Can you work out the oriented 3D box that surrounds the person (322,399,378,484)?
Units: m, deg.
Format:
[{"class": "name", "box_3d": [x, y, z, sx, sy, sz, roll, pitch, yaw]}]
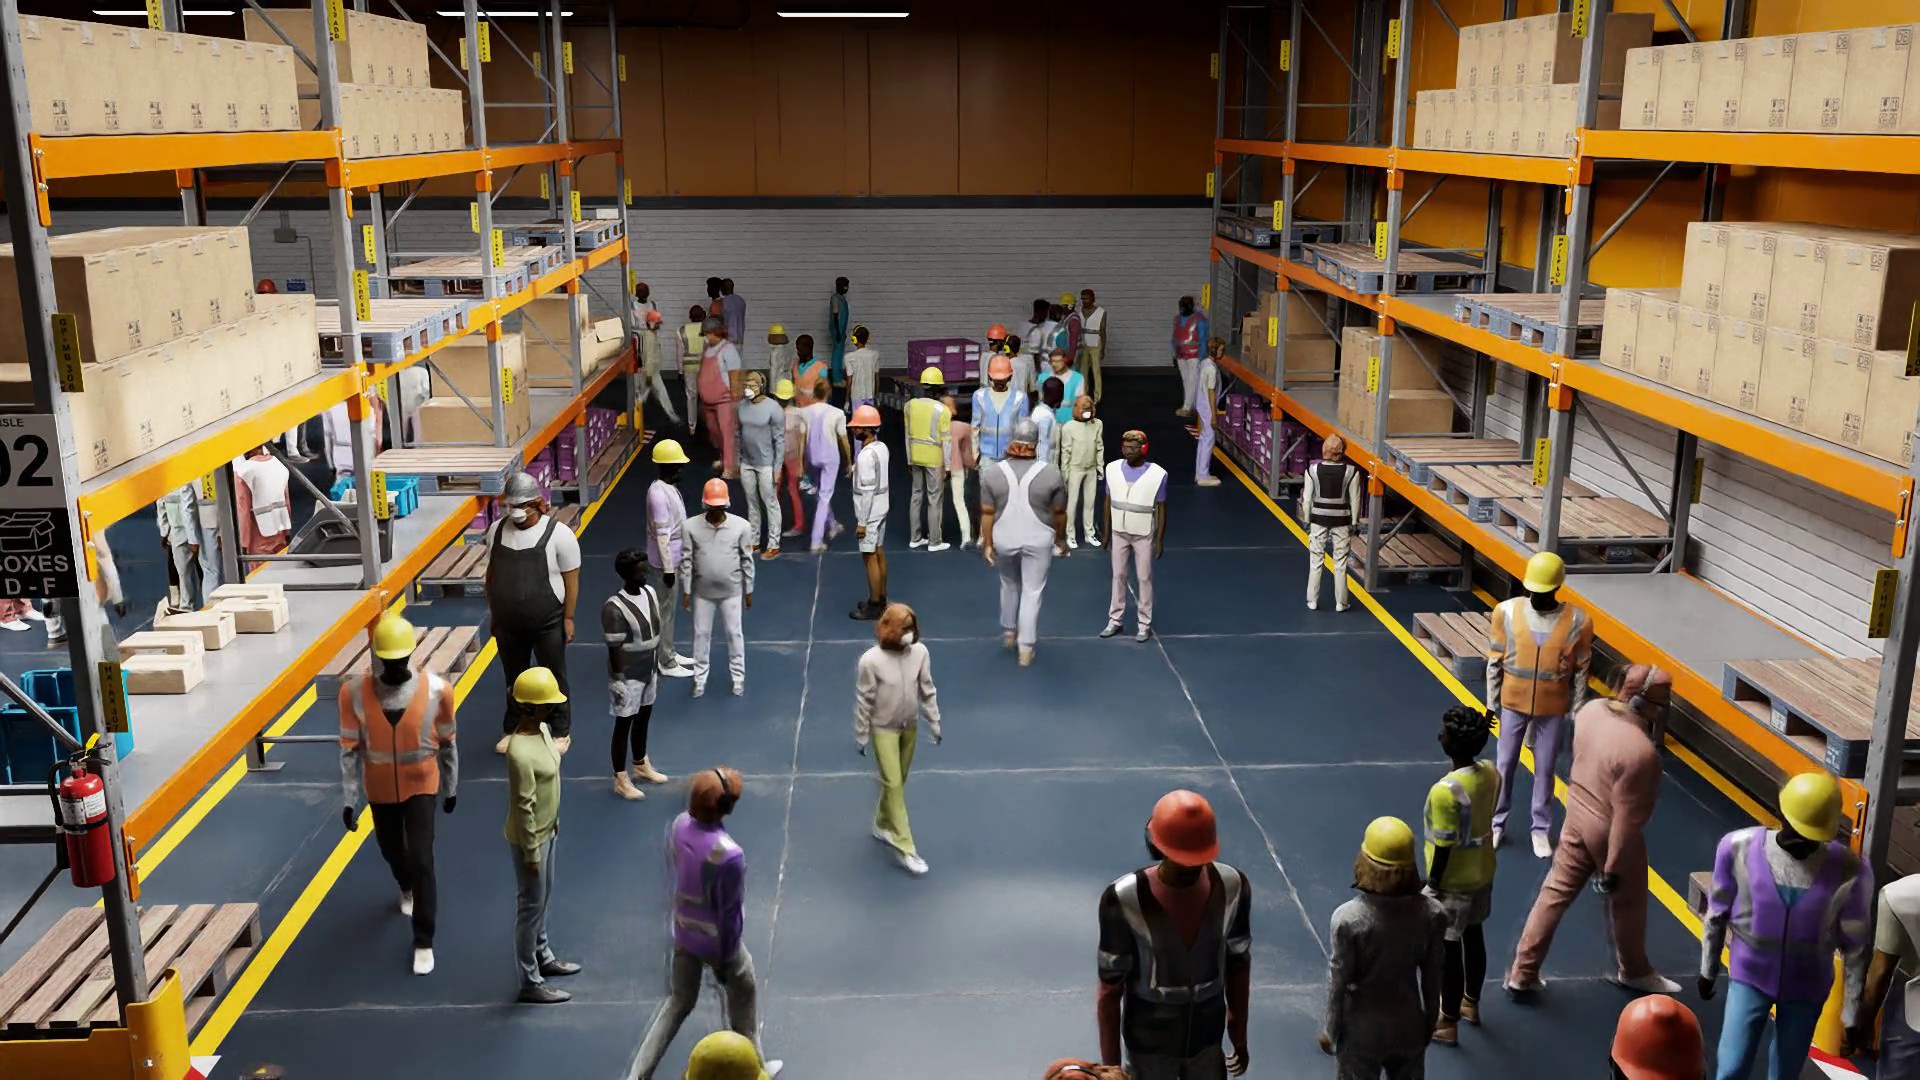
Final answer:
[{"class": "person", "box_3d": [-6.249, -0.819, 17.207, 0.558, 1.906, 0.764, -1, 14, -3]}]

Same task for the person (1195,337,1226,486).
[{"class": "person", "box_3d": [3.045, -1.566, 20.289, 0.350, 1.835, 0.519, -1, 14, -3]}]

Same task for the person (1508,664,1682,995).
[{"class": "person", "box_3d": [3.230, 1.474, 8.355, 0.940, 1.851, 0.687, -4, 15, -15]}]

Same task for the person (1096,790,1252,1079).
[{"class": "person", "box_3d": [0.820, 1.892, 6.326, 0.611, 2.030, 0.410, -4, 15, -14]}]

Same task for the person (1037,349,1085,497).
[{"class": "person", "box_3d": [1.176, -1.323, 19.400, 0.586, 1.789, 0.980, 1, 14, 5]}]

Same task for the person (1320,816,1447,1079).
[{"class": "person", "box_3d": [1.687, 1.940, 6.703, 0.492, 1.740, 0.323, -3, 15, -11]}]

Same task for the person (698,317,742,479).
[{"class": "person", "box_3d": [-3.022, -1.815, 20.842, 0.590, 2.000, 0.805, -11, 18, -38]}]

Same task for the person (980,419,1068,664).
[{"class": "person", "box_3d": [0.569, -0.038, 13.870, 0.694, 2.000, 0.872, 4, 15, 14]}]

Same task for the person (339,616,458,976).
[{"class": "person", "box_3d": [-2.998, 1.287, 8.974, 0.588, 1.892, 0.916, -2, 14, -9]}]

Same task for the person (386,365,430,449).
[{"class": "person", "box_3d": [-6.794, -1.584, 20.531, 0.526, 1.743, 0.530, -4, 15, -14]}]

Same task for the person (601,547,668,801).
[{"class": "person", "box_3d": [-2.147, 0.865, 11.007, 0.317, 1.695, 0.540, 6, 15, 22]}]

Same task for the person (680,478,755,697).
[{"class": "person", "box_3d": [-1.872, 0.369, 12.868, 0.572, 1.743, 0.349, -1, 14, -4]}]

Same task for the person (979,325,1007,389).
[{"class": "person", "box_3d": [0.436, -1.702, 20.629, 0.386, 1.929, 0.543, -6, 15, -21]}]

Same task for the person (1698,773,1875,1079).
[{"class": "person", "box_3d": [3.379, 1.822, 6.853, 0.601, 1.891, 0.473, 7, 16, 25]}]

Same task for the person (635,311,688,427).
[{"class": "person", "box_3d": [-4.418, -2.458, 24.052, 0.900, 1.695, 0.580, -5, 15, -17]}]

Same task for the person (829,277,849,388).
[{"class": "person", "box_3d": [-1.998, -3.467, 27.732, 0.348, 1.840, 0.505, 2, 14, 8]}]

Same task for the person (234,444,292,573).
[{"class": "person", "box_3d": [-5.930, -0.056, 14.216, 0.409, 1.907, 0.597, 4, 15, 16]}]

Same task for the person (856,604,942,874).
[{"class": "person", "box_3d": [-0.348, 1.161, 10.028, 0.522, 1.599, 0.704, -11, 18, -37]}]

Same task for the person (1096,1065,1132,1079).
[{"class": "person", "box_3d": [0.456, 2.379, 5.192, 0.271, 1.632, 0.503, -4, 15, -14]}]

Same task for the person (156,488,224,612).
[{"class": "person", "box_3d": [-6.616, -0.097, 14.353, 0.587, 1.914, 0.392, 1, 14, 3]}]

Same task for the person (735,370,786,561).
[{"class": "person", "box_3d": [-2.039, -0.759, 16.903, 0.627, 1.940, 0.372, 10, 17, 34]}]

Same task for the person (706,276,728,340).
[{"class": "person", "box_3d": [-3.851, -3.190, 26.389, 0.367, 1.965, 0.607, 1, 14, 2]}]

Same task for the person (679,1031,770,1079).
[{"class": "person", "box_3d": [-0.726, 2.323, 5.210, 0.322, 1.737, 0.484, 5, 15, 18]}]

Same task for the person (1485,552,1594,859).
[{"class": "person", "box_3d": [3.481, 0.993, 10.070, 0.589, 1.917, 0.392, 5, 15, 21]}]

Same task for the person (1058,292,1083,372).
[{"class": "person", "box_3d": [1.661, -2.868, 25.416, 0.403, 1.824, 0.593, -1, 14, -5]}]

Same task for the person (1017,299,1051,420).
[{"class": "person", "box_3d": [0.991, -2.451, 23.544, 0.596, 1.934, 0.651, -4, 15, -15]}]

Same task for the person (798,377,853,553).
[{"class": "person", "box_3d": [-1.418, -0.802, 17.378, 0.526, 1.793, 0.972, 5, 15, 19]}]

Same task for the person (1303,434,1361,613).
[{"class": "person", "box_3d": [3.365, -0.145, 15.090, 0.510, 1.640, 0.308, 5, 15, 18]}]

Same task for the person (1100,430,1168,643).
[{"class": "person", "box_3d": [1.501, -0.046, 14.284, 0.565, 1.847, 0.396, 7, 16, 27]}]

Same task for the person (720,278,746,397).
[{"class": "person", "box_3d": [-3.651, -3.210, 26.547, 0.374, 1.933, 0.625, 9, 17, 30]}]

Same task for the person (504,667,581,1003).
[{"class": "person", "box_3d": [-2.128, 1.487, 8.445, 0.340, 1.760, 0.526, -1, 14, -3]}]

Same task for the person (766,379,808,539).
[{"class": "person", "box_3d": [-1.882, -0.858, 17.683, 0.585, 1.747, 0.387, 4, 15, 15]}]

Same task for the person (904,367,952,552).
[{"class": "person", "box_3d": [-0.314, -0.836, 17.255, 0.582, 1.919, 0.395, 9, 17, 33]}]

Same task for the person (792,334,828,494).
[{"class": "person", "box_3d": [-1.799, -1.511, 19.908, 0.392, 1.914, 0.587, -14, 20, -43]}]

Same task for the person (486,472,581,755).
[{"class": "person", "box_3d": [-3.024, 0.526, 11.655, 0.672, 2.000, 0.536, 3, 15, 10]}]

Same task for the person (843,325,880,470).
[{"class": "person", "box_3d": [-1.246, -1.787, 21.065, 0.513, 1.876, 0.328, -9, 17, -32]}]

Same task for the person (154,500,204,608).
[{"class": "person", "box_3d": [-7.135, -0.229, 15.303, 0.530, 1.696, 0.321, -9, 17, -30]}]

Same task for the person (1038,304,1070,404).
[{"class": "person", "box_3d": [1.338, -2.493, 23.981, 0.717, 1.803, 0.649, -11, 18, -38]}]

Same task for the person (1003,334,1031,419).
[{"class": "person", "box_3d": [0.645, -1.572, 20.253, 0.512, 1.862, 0.329, -9, 17, -32]}]

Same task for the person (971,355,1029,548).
[{"class": "person", "box_3d": [0.407, -0.908, 17.286, 0.605, 2.040, 0.385, 2, 14, 7]}]

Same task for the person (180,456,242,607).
[{"class": "person", "box_3d": [-6.423, -0.097, 14.375, 0.396, 1.908, 0.600, 9, 17, 31]}]

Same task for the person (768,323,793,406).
[{"class": "person", "box_3d": [-2.412, -2.041, 22.346, 0.343, 1.735, 0.491, 5, 15, 20]}]

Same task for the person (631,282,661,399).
[{"class": "person", "box_3d": [-5.025, -3.151, 26.427, 0.574, 1.876, 0.356, -10, 17, -34]}]

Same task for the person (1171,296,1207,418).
[{"class": "person", "box_3d": [3.365, -2.743, 24.990, 0.723, 1.807, 0.651, -10, 18, -35]}]

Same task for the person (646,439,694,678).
[{"class": "person", "box_3d": [-2.333, 0.139, 13.396, 0.370, 1.928, 0.585, -1, 14, -5]}]

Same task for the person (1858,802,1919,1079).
[{"class": "person", "box_3d": [3.871, 1.911, 6.631, 0.560, 1.836, 0.394, -1, 14, -4]}]

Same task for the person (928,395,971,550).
[{"class": "person", "box_3d": [-0.098, -0.709, 17.385, 0.511, 1.600, 0.817, -6, 15, -22]}]

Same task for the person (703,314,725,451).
[{"class": "person", "box_3d": [-3.285, -2.131, 22.479, 0.345, 1.845, 0.508, -5, 15, -20]}]

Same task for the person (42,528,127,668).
[{"class": "person", "box_3d": [-6.645, 0.413, 12.403, 0.599, 1.878, 0.962, 9, 17, 32]}]

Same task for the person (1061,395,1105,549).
[{"class": "person", "box_3d": [1.278, -0.717, 17.372, 0.505, 1.623, 0.285, -7, 16, -27]}]

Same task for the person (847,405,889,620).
[{"class": "person", "box_3d": [-0.826, -0.246, 14.891, 0.361, 1.935, 0.552, 3, 15, 13]}]

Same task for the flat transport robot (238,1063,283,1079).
[{"class": "flat transport robot", "box_3d": [-3.283, 2.645, 6.864, 0.652, 0.197, 1.431, 9, 17, 31]}]

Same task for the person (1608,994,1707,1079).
[{"class": "person", "box_3d": [1.949, 2.258, 4.850, 0.605, 2.045, 0.377, 3, 15, 12]}]

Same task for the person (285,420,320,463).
[{"class": "person", "box_3d": [-8.659, -1.948, 21.687, 0.340, 1.879, 0.572, 1, 14, 5]}]

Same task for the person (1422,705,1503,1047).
[{"class": "person", "box_3d": [2.407, 1.618, 8.052, 0.322, 1.696, 0.536, 14, 20, 43]}]

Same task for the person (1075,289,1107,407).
[{"class": "person", "box_3d": [2.026, -2.990, 25.879, 0.564, 1.832, 0.398, 9, 17, 32]}]

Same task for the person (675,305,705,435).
[{"class": "person", "box_3d": [-3.701, -2.409, 23.574, 0.624, 1.844, 0.429, -2, 14, -9]}]

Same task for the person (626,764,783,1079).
[{"class": "person", "box_3d": [-1.189, 1.804, 7.501, 0.508, 1.608, 0.754, 13, 19, 42]}]

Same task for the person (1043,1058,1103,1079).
[{"class": "person", "box_3d": [0.313, 2.365, 4.763, 0.576, 1.880, 0.351, 1, 14, 5]}]
